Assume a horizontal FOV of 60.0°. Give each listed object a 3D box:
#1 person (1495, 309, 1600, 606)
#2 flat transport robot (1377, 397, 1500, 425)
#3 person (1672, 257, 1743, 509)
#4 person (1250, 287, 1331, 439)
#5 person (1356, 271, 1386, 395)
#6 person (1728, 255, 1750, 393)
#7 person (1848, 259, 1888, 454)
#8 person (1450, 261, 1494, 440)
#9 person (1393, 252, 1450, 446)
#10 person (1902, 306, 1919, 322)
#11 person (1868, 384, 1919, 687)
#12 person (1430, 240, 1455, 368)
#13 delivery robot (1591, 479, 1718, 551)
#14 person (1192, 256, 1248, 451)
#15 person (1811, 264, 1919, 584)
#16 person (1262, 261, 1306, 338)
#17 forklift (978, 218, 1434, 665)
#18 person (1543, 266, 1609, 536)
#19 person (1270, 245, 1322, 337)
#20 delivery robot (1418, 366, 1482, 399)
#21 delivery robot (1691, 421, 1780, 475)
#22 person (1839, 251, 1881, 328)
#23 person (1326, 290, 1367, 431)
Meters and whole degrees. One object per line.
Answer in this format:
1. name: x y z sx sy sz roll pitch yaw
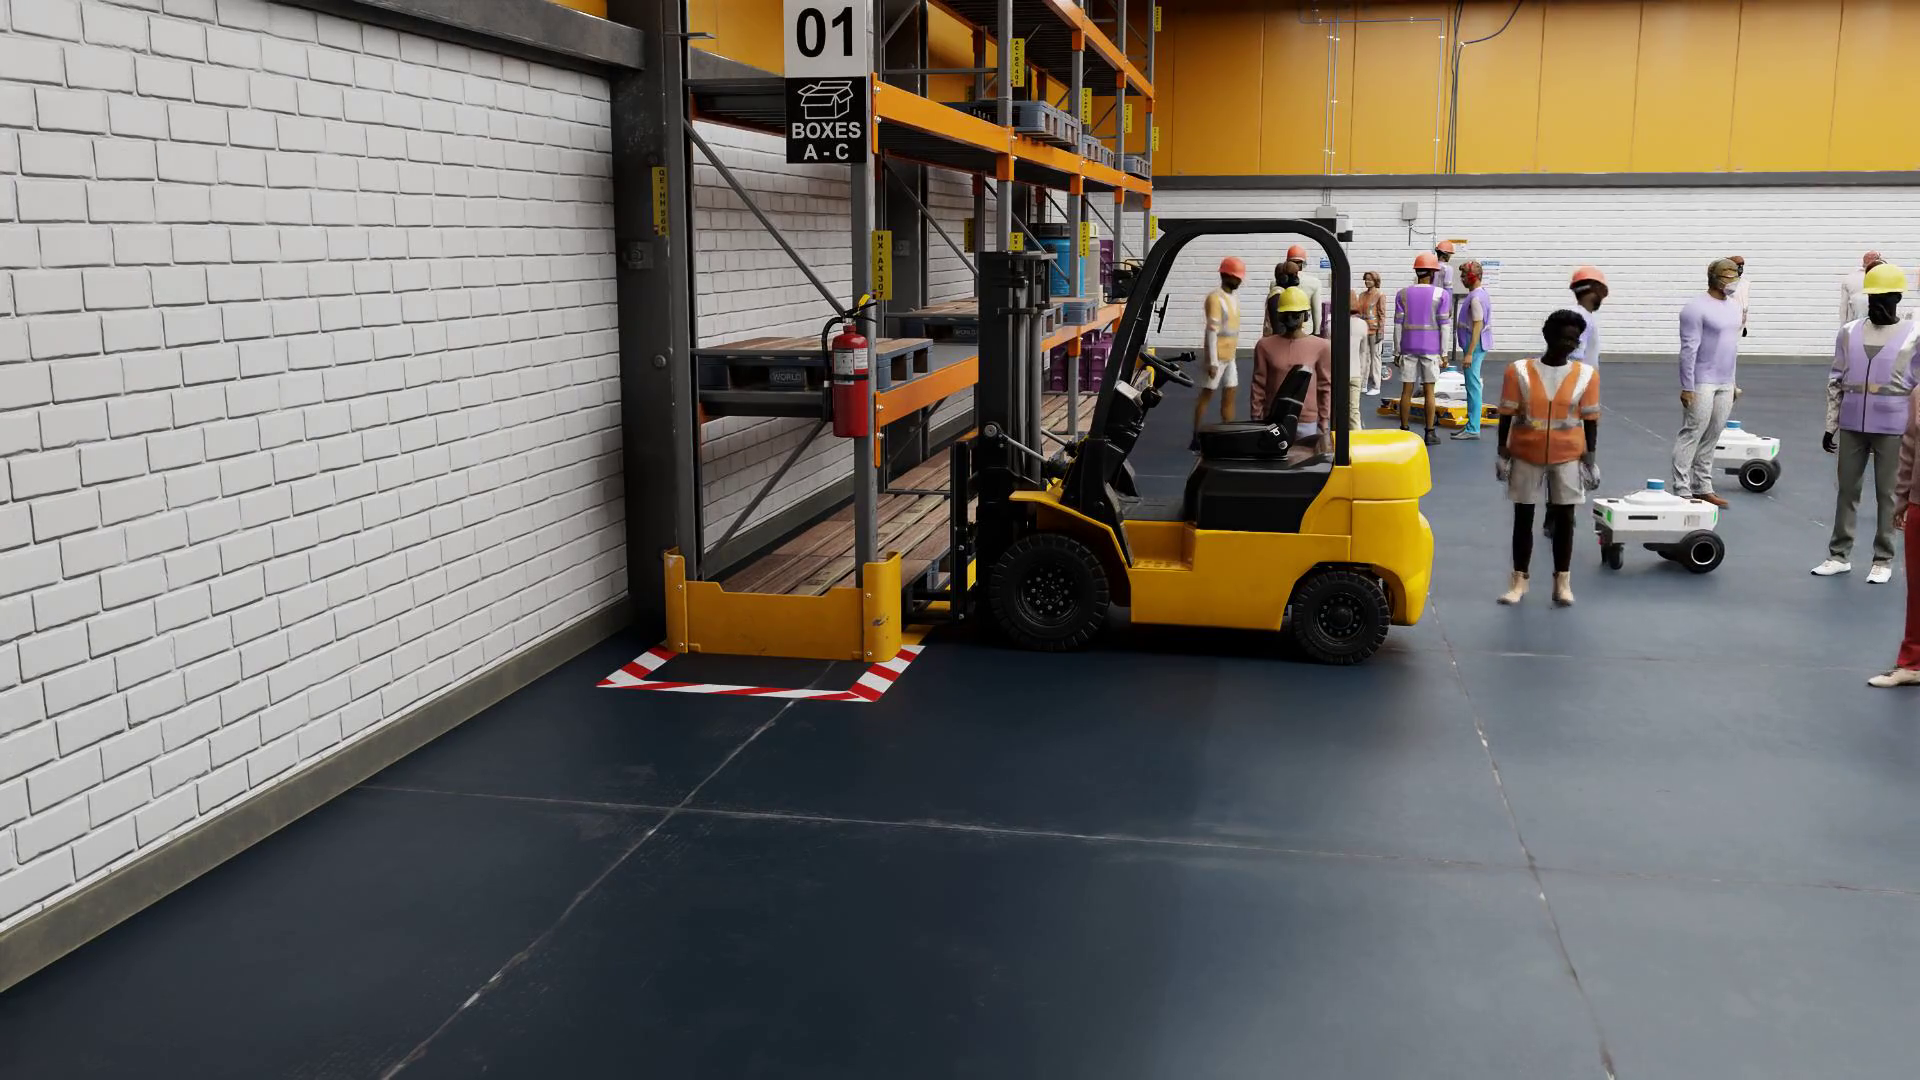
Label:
1. person: 3.324 -0.456 9.444 0.565 1.686 0.321 3 11 16
2. flat transport robot: 5.433 -1.471 18.866 0.652 0.197 1.431 -4 11 -22
3. person: 5.741 -1.189 12.751 0.635 1.935 0.354 -6 12 -30
4. person: 2.175 -0.778 10.965 0.533 1.768 0.311 3 11 17
5. person: 5.432 -2.741 22.057 0.306 1.645 0.521 -5 12 -27
6. person: 10.280 -2.867 22.212 0.624 1.845 0.430 -4 11 -21
7. person: 8.817 -1.765 16.090 0.328 1.872 0.513 -5 11 -26
8. person: 5.305 -1.947 17.177 0.389 1.837 0.563 3 11 18
9. person: 4.648 -1.919 16.757 0.552 1.933 0.368 5 12 27
10. person: 7.277 -1.117 12.447 0.452 1.908 0.576 -3 11 -16
11. person: 4.432 -0.145 7.494 0.326 1.767 0.533 -4 11 -19
12. person: 7.701 -3.775 26.686 0.405 2.030 0.612 -5 11 -25
13. delivery robot: 4.387 -0.140 10.531 0.707 0.478 0.477 0 10 3
14. person: 2.577 -1.819 16.276 0.429 1.933 0.565 7 13 35
15. person: 5.549 -0.702 10.107 0.368 1.927 0.587 -8 13 -38
16. person: 3.272 -1.883 16.816 0.430 1.844 0.619 3 11 14
17. forklift: 1.285 -0.567 8.635 2.313 2.155 1.214 2 11 11
18. person: 4.343 -0.971 11.724 0.377 1.893 0.714 3 11 16
19. person: 3.873 -2.405 19.251 0.612 1.997 0.375 2 11 13
20. delivery robot: 5.830 -1.826 19.777 0.707 0.478 0.477 -2 11 -13
21. delivery robot: 6.446 -0.755 13.902 0.707 0.478 0.477 6 12 30
22. person: 12.018 -2.868 22.059 0.401 1.901 0.640 -10 14 -42
23. person: 3.429 -1.434 14.922 0.520 1.635 0.300 -7 13 -34
